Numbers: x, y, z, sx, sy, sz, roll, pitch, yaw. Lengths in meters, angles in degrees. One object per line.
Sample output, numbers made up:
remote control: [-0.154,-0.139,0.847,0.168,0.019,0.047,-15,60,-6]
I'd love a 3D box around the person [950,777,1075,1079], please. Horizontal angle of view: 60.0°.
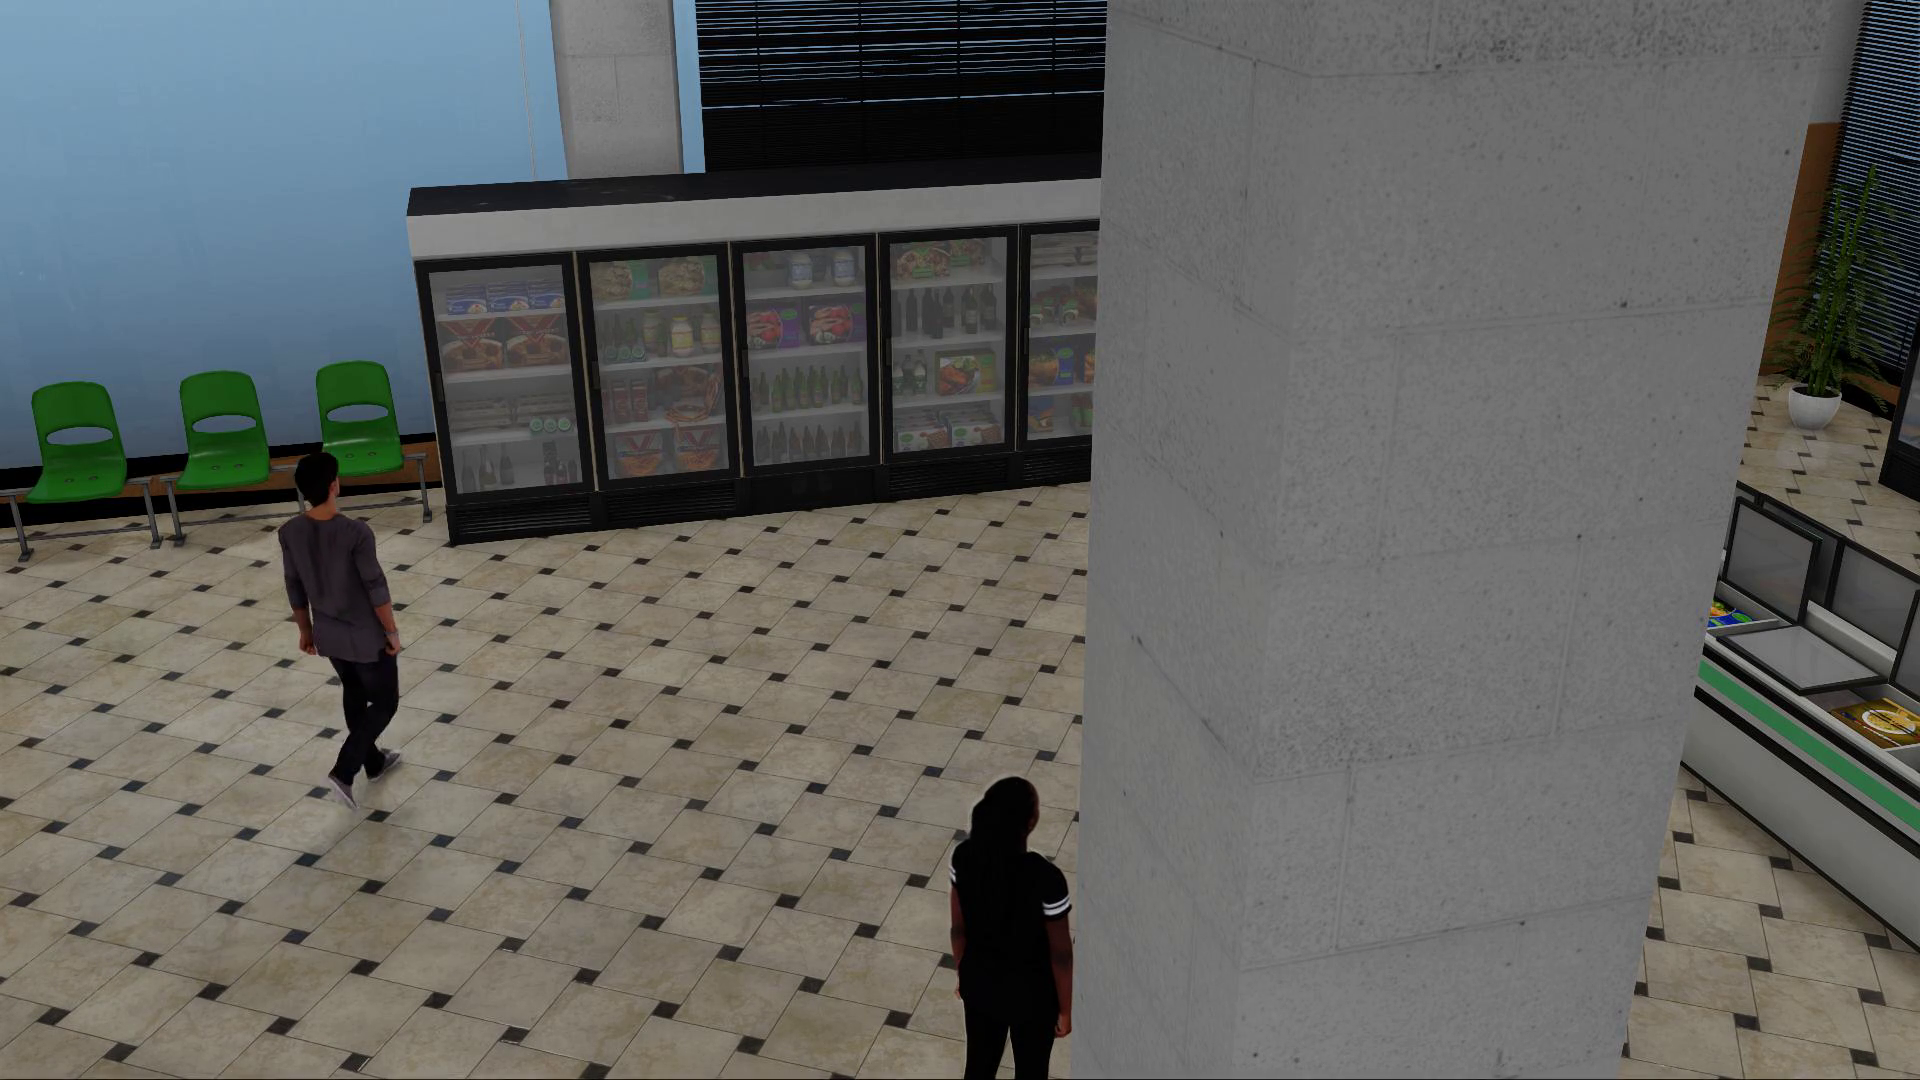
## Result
person: [0.175,1.580,5.836,0.712,1.729,0.770,13,27,27]

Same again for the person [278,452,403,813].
person: [-3.053,0.483,8.210,0.977,1.835,1.101,7,24,15]
